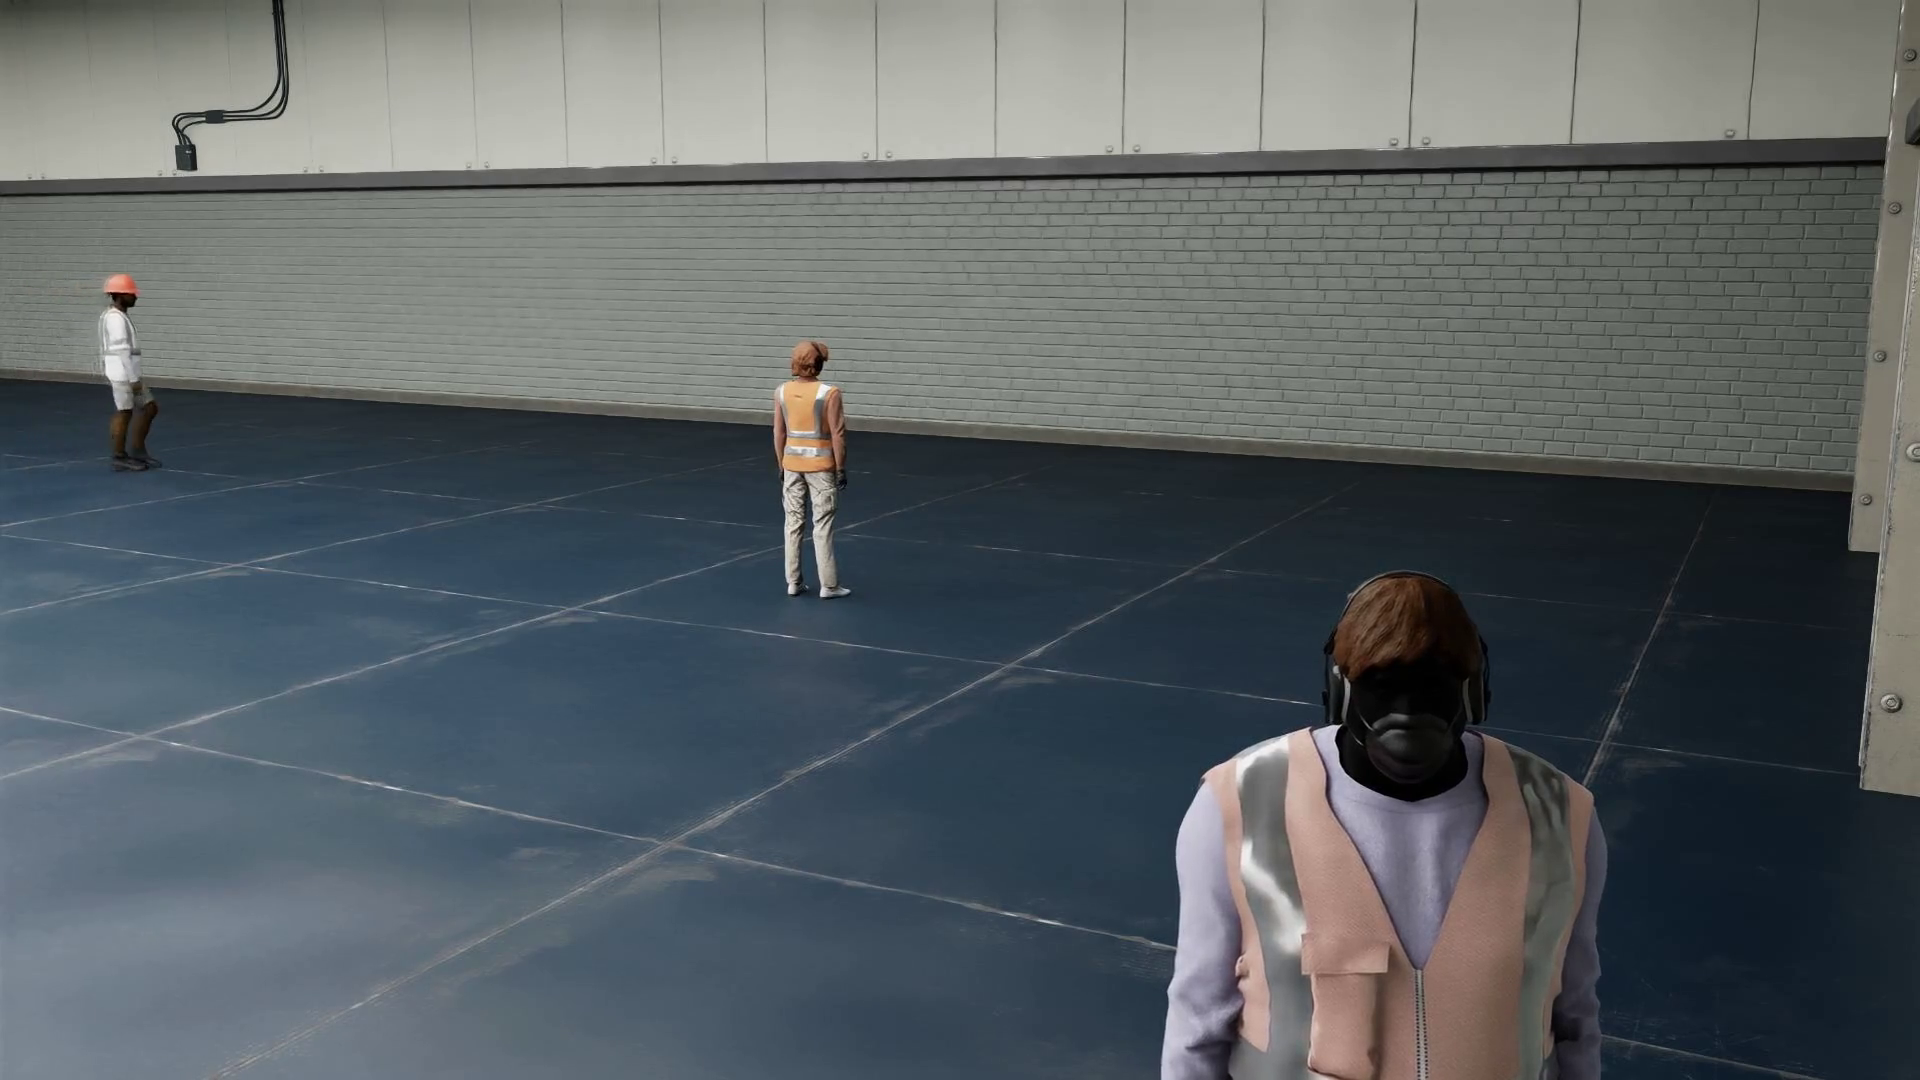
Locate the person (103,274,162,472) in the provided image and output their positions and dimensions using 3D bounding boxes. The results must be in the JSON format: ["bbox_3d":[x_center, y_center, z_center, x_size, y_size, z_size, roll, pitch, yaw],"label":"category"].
[{"bbox_3d":[-8.018,-1.607,16.126,0.560,1.917,0.563,-3,11,-16],"label":"person"}]

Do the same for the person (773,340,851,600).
[{"bbox_3d":[-0.944,-0.439,10.526,0.512,1.642,0.312,5,12,27],"label":"person"}]

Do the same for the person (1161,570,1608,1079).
[{"bbox_3d":[0.609,0.948,2.415,0.633,1.842,0.429,0,10,3],"label":"person"}]
